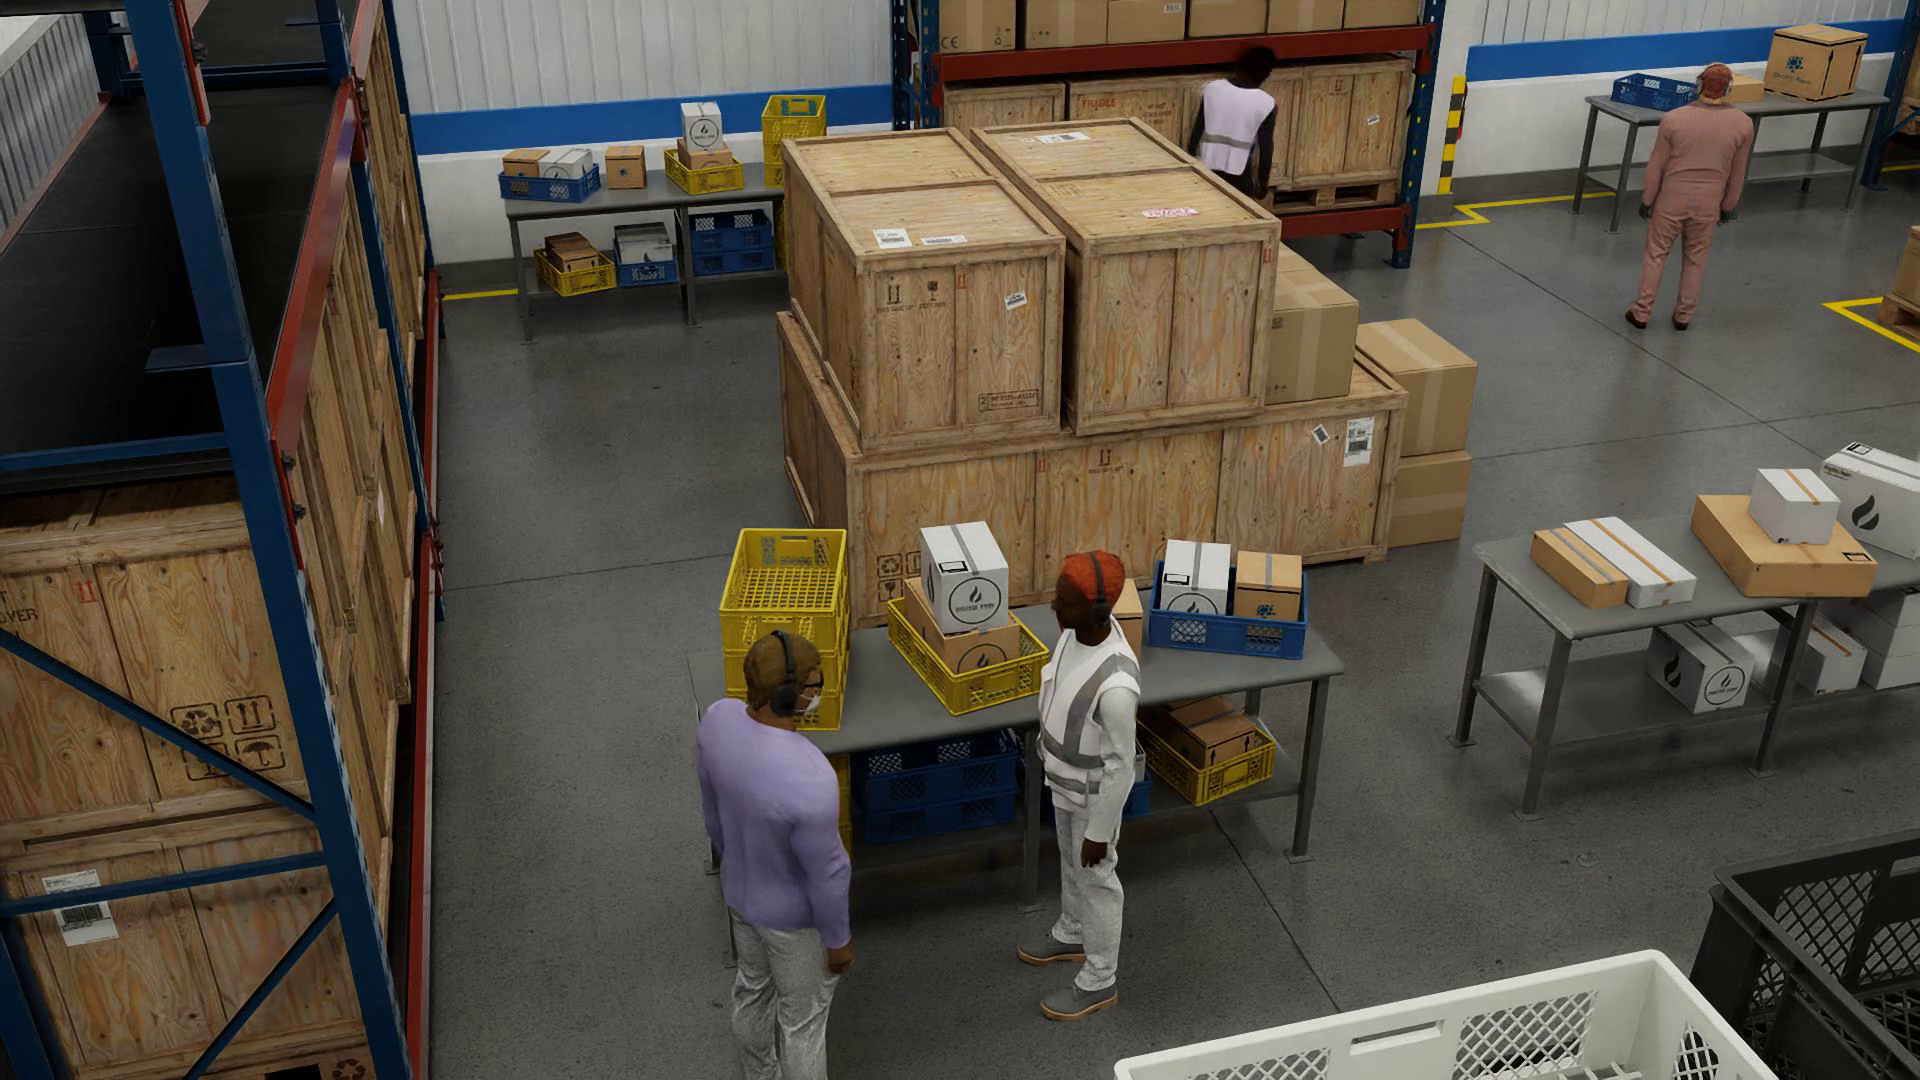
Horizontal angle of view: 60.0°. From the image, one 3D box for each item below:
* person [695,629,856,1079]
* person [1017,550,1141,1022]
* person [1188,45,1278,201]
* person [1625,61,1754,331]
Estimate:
[{"bbox_3d":[-0.563,1.141,5.311,0.379,1.931,0.629,-23,36,-36],"label":"person"},{"bbox_3d":[0.431,0.865,5.860,0.356,1.883,0.573,-6,29,-11],"label":"person"},{"bbox_3d":[1.959,-2.739,12.417,0.732,1.875,0.385,13,32,23],"label":"person"},{"bbox_3d":[5.175,-2.423,11.816,0.657,1.900,0.394,4,29,7],"label":"person"}]
